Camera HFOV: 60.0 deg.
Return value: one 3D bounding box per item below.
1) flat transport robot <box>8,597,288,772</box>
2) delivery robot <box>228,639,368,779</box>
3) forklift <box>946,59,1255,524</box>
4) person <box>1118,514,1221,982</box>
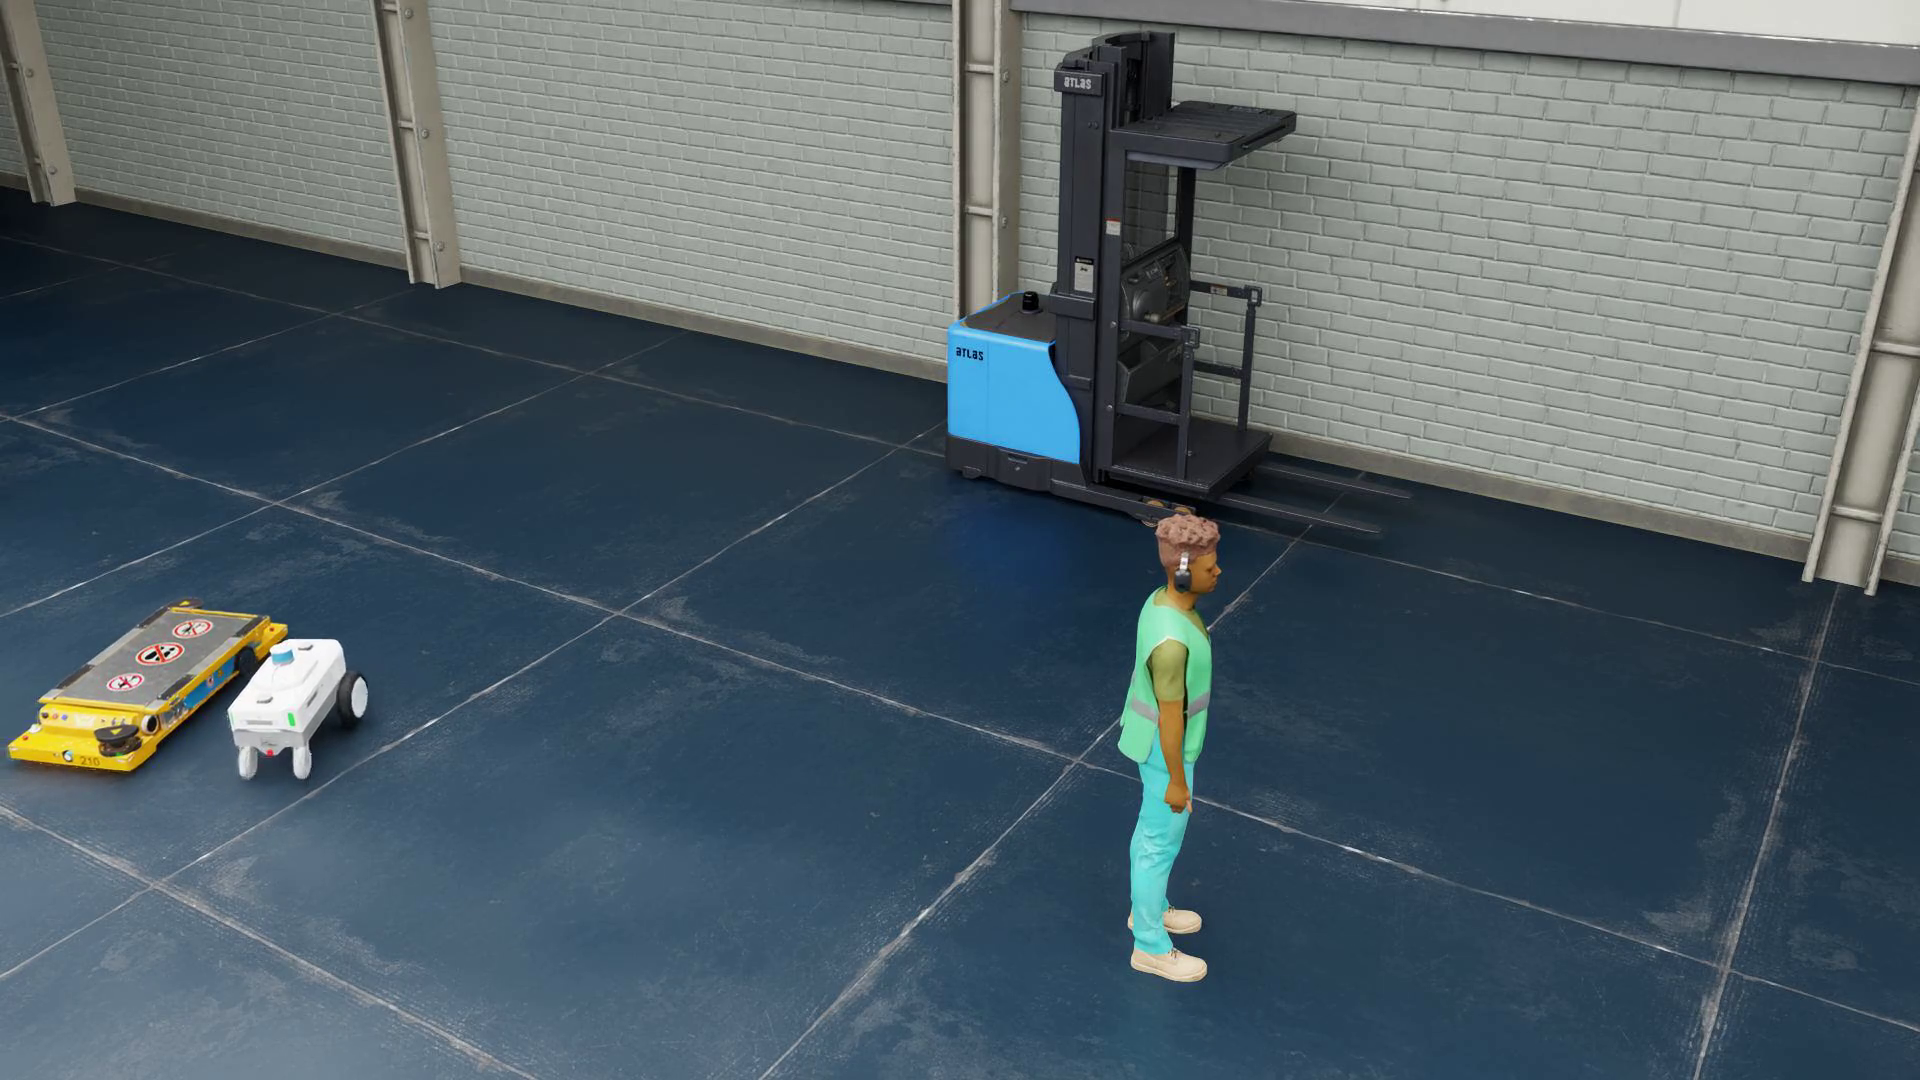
[{"bbox_3d":[-4.211,0.731,8.712,0.659,0.231,1.431,5,26,9],"label":"flat transport robot"},{"bbox_3d":[-3.314,0.784,8.237,0.499,0.570,0.747,1,25,1],"label":"delivery robot"},{"bbox_3d":[0.933,-1.707,10.833,1.873,2.768,1.129,15,29,28],"label":"forklift"},{"bbox_3d":[0.822,0.812,6.546,0.404,1.979,0.486,2,25,5],"label":"person"}]
